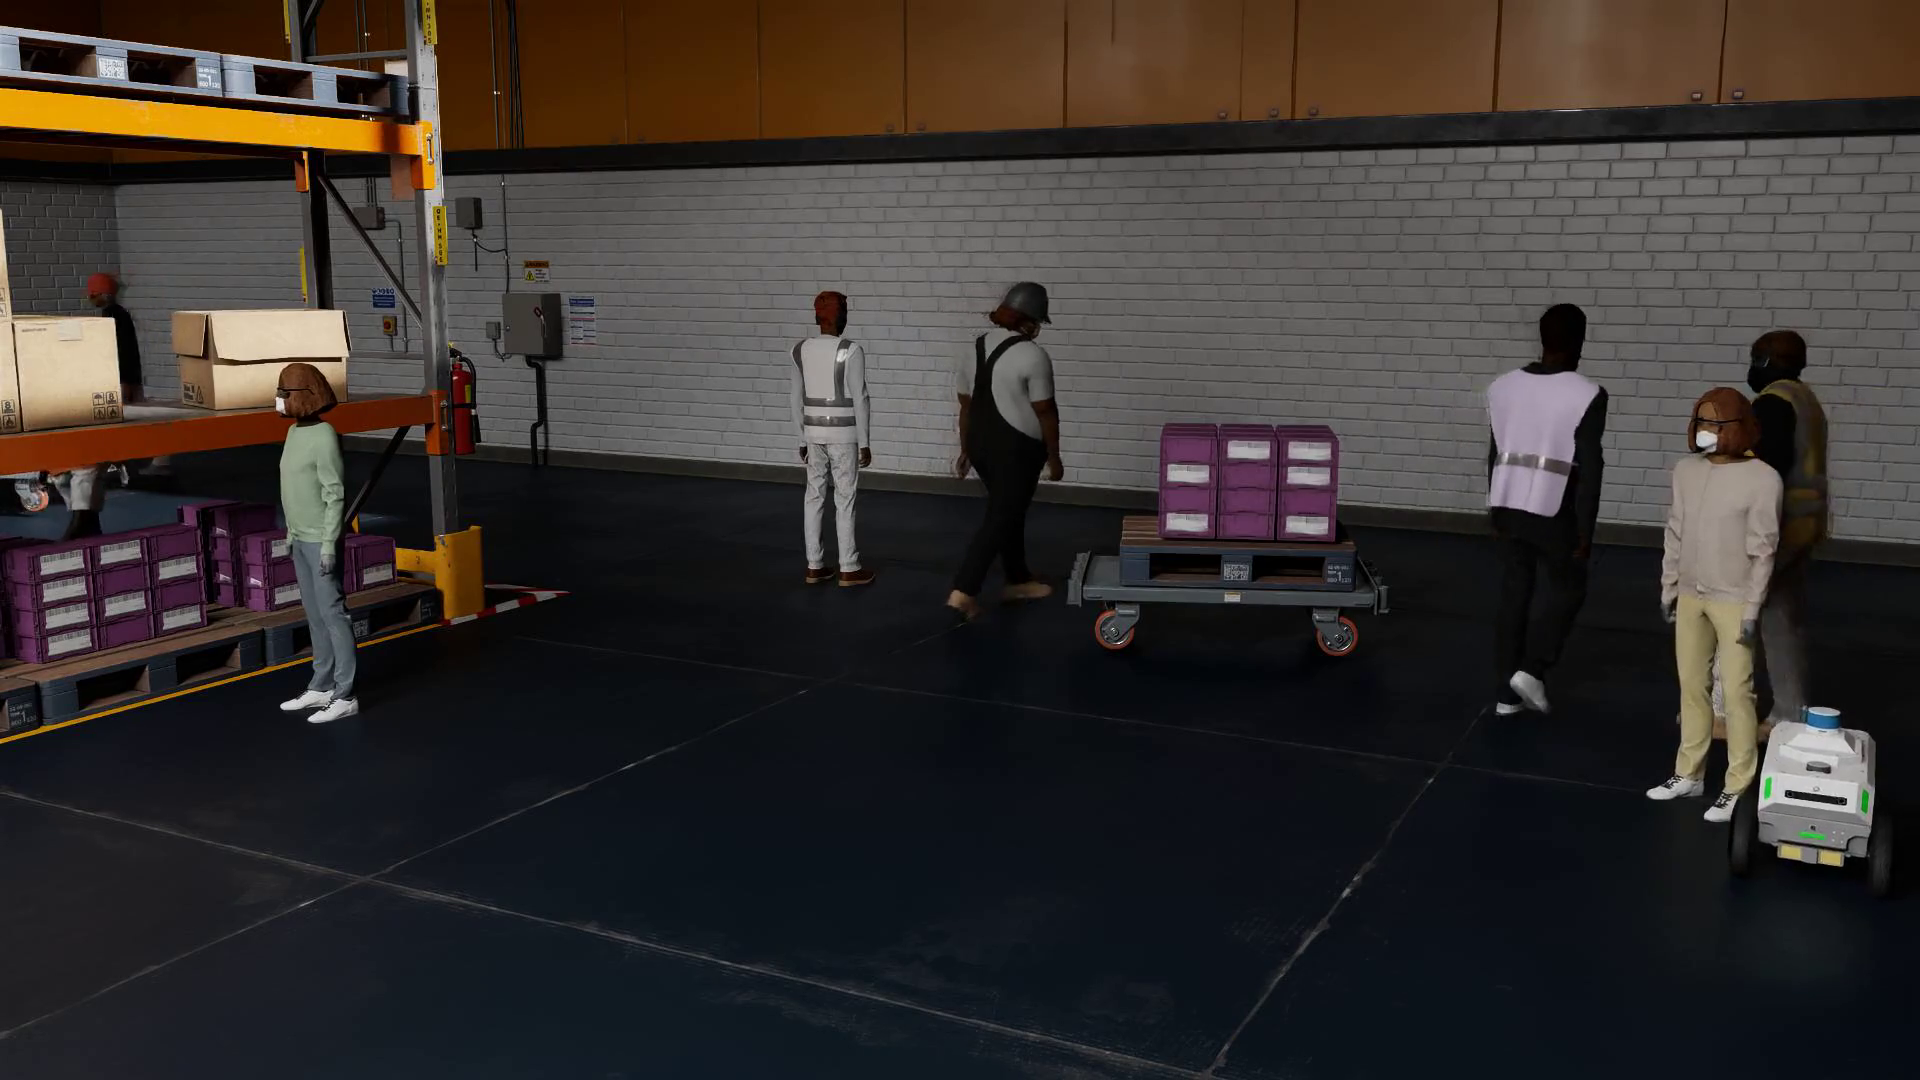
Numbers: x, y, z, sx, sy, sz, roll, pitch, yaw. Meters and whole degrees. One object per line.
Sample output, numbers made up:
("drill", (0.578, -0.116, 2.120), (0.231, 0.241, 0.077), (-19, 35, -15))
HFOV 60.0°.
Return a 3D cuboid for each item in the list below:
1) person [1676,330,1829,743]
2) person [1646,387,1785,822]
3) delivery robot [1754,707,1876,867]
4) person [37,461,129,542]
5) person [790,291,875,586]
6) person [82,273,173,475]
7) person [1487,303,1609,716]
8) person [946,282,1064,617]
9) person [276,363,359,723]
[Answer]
("person", (3.479, -0.004, 7.247), (0.708, 1.794, 0.593), (-9, 13, -43))
("person", (2.863, 0.236, 6.301), (0.272, 1.631, 0.503), (-4, 11, -24))
("delivery robot", (2.967, 0.821, 5.749), (0.477, 0.478, 0.707), (5, 11, 28))
("person", (-5.442, -0.456, 10.230), (0.543, 1.665, 0.846), (2, 10, 11))
("person", (-0.812, -0.643, 10.656), (0.574, 1.882, 0.356), (6, 11, 30))
("person", (-8.024, -1.537, 15.702), (1.024, 1.922, 0.640), (-2, 10, -12))
("person", (2.647, -0.118, 7.580), (0.452, 1.900, 0.610), (-9, 13, -41))
("person", (0.240, -0.575, 9.806), (0.953, 2.000, 0.696), (-7, 12, -35))
("person", (-2.951, 0.011, 7.587), (0.280, 1.634, 0.499), (-9, 13, -41))
